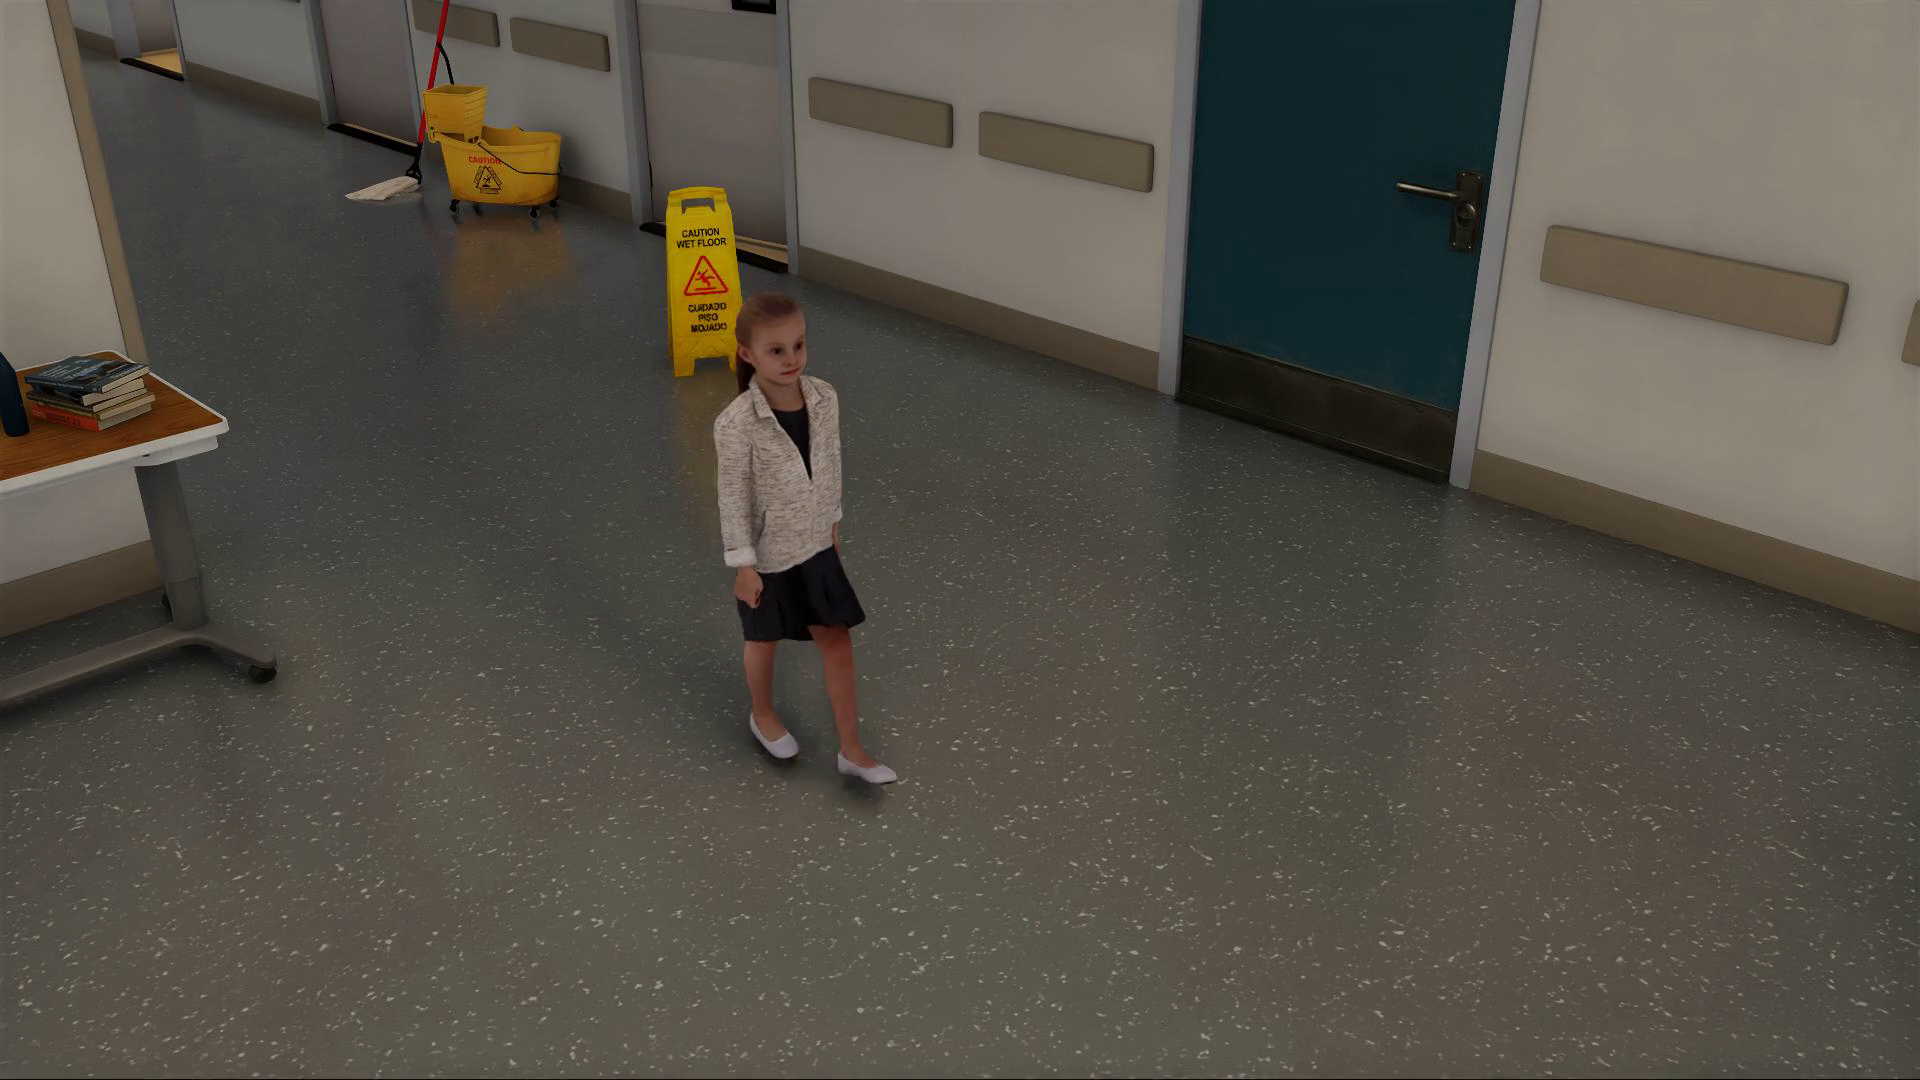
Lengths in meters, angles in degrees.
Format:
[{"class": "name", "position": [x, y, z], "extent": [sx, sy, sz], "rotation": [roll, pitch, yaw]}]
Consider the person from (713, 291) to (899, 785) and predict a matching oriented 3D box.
[{"class": "person", "position": [-0.464, -0.014, 4.132], "extent": [0.612, 1.256, 0.789], "rotation": [-16, 30, -30]}]
